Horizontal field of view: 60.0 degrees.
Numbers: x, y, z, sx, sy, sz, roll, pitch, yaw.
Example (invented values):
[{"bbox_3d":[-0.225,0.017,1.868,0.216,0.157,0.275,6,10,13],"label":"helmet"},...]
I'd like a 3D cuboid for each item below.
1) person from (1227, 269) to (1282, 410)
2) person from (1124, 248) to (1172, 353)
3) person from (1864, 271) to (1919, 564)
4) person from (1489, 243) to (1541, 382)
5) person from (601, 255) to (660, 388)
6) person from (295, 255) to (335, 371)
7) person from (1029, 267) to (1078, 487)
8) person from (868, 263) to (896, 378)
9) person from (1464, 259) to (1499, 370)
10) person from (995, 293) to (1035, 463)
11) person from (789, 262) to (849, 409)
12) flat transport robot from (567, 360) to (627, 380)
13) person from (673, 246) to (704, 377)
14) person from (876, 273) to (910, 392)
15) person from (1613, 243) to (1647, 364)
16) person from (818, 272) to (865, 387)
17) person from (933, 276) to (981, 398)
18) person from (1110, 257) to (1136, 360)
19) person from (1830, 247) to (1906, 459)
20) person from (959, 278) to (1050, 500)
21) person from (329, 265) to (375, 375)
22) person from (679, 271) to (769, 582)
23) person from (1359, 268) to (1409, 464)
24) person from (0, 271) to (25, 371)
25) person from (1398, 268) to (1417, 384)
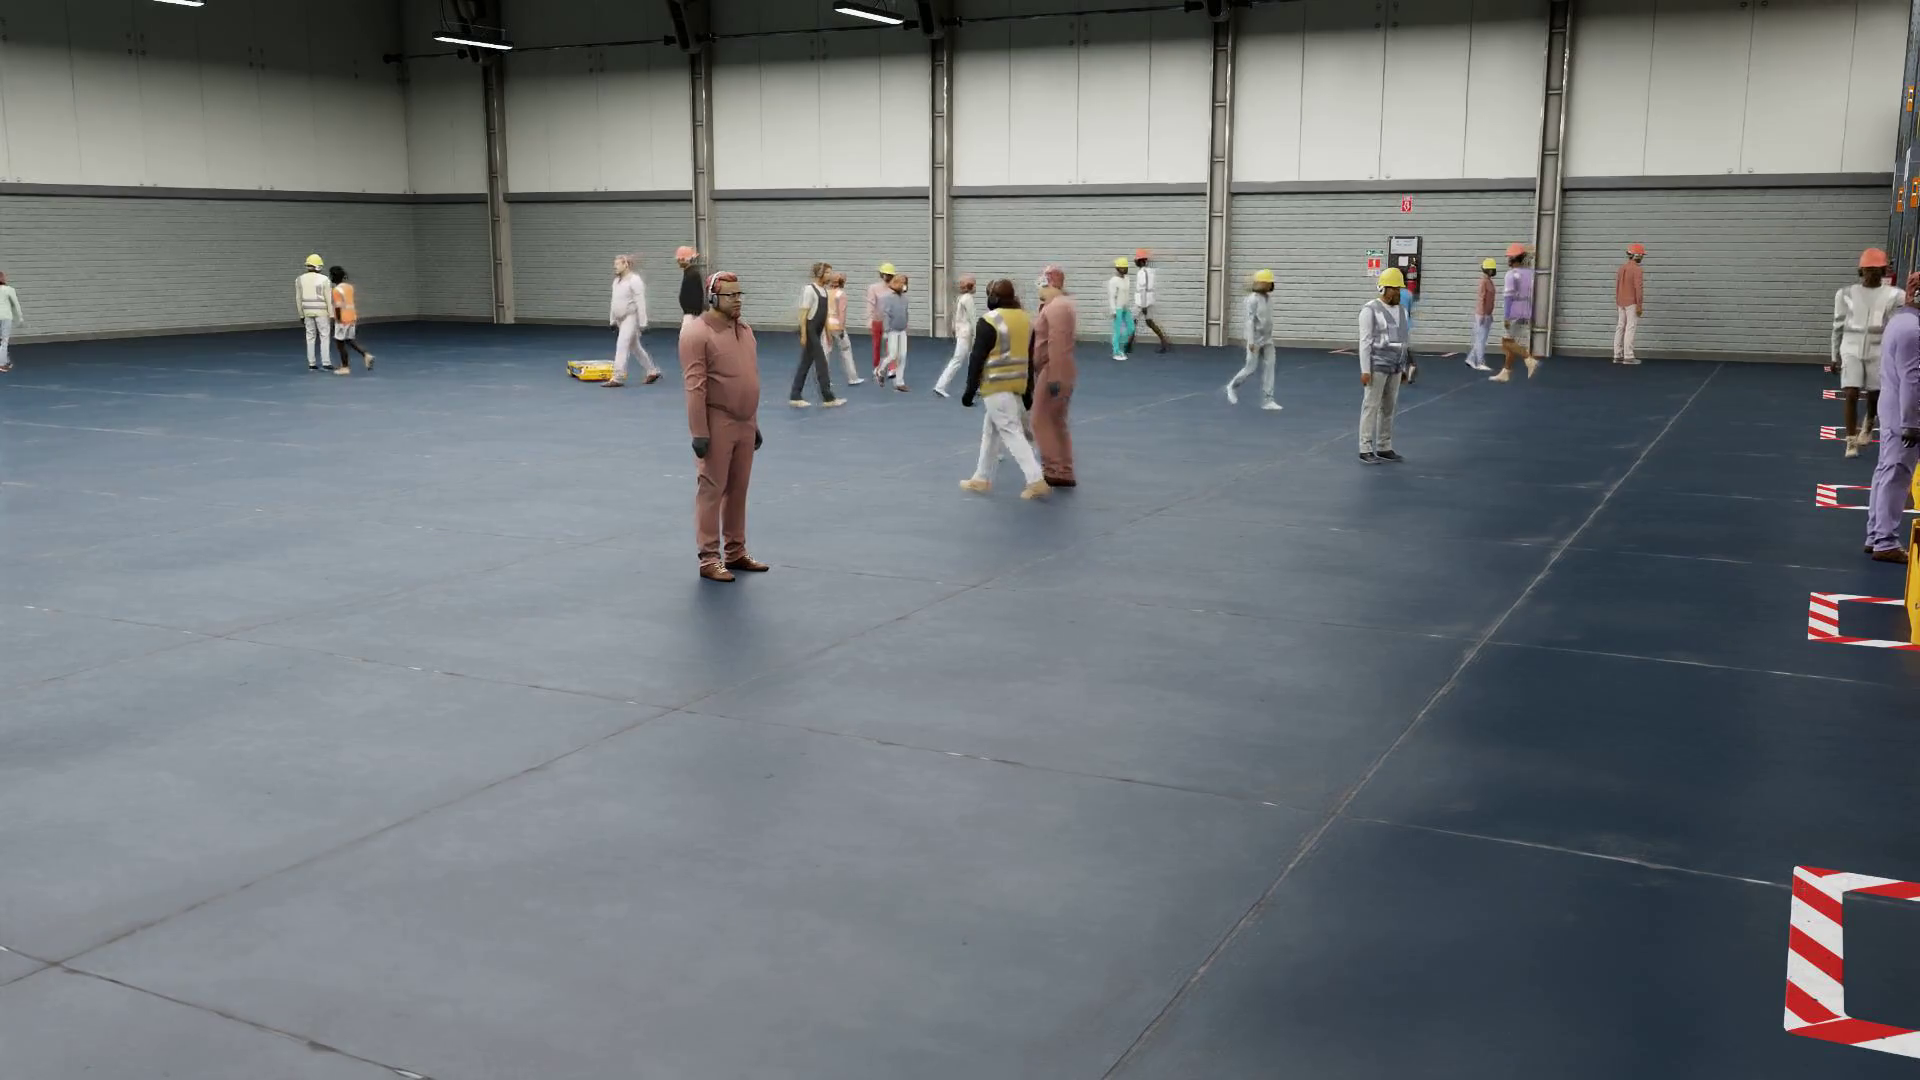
[{"bbox_3d":[3.663,-2.481,20.504,0.490,1.720,0.716,-8,13,-38],"label":"person"},{"bbox_3d":[3.359,-4.306,30.019,0.961,1.900,0.545,5,11,25],"label":"person"},{"bbox_3d":[6.221,-0.804,10.885,0.400,1.907,0.645,4,11,23],"label":"person"},{"bbox_3d":[8.056,-3.261,23.976,0.611,2.024,0.757,-10,14,-43],"label":"person"},{"bbox_3d":[-4.680,-3.108,23.590,0.980,1.862,0.658,-8,13,-38],"label":"person"},{"bbox_3d":[-10.117,-3.555,26.134,0.619,1.827,0.447,2,11,11],"label":"person"},{"bbox_3d":[0.788,-1.363,14.081,0.461,1.867,0.728,2,11,13],"label":"person"},{"bbox_3d":[-1.134,-3.290,24.980,0.528,1.711,0.958,-2,11,-12],"label":"person"},{"bbox_3d":[8.301,-3.582,26.460,0.559,1.761,0.530,7,12,33],"label":"person"},{"bbox_3d":[0.499,-1.557,15.793,0.518,1.612,0.732,4,11,20],"label":"person"},{"bbox_3d":[-1.742,-2.515,20.507,0.849,1.794,0.542,2,11,12],"label":"person"},{"bbox_3d":[-5.456,-2.560,24.920,0.652,0.197,1.431,-4,11,-21],"label":"flat transport robot"},{"bbox_3d":[-4.035,-3.412,24.932,0.476,1.976,0.613,-2,11,-11],"label":"person"},{"bbox_3d":[-0.897,-2.833,22.724,0.461,1.615,0.511,9,14,41],"label":"person"},{"bbox_3d":[11.144,-3.919,27.632,0.394,1.990,0.618,-2,11,-12],"label":"person"},{"bbox_3d":[-1.695,-2.974,23.531,0.767,1.603,0.531,-9,14,-40],"label":"person"},{"bbox_3d":[0.045,-2.670,21.902,0.854,1.596,0.520,-1,10,-4],"label":"person"},{"bbox_3d":[2.762,-3.930,28.331,0.379,1.750,0.559,9,14,41],"label":"person"},{"bbox_3d":[8.750,-1.812,16.067,0.612,2.025,0.709,6,12,28],"label":"person"},{"bbox_3d":[0.384,-1.233,13.551,0.974,1.795,0.609,8,13,36],"label":"person"},{"bbox_3d":[-9.317,-3.344,25.343,0.527,1.678,0.545,2,11,9],"label":"person"},{"bbox_3d":[-1.445,-0.707,10.358,0.409,1.907,0.651,6,12,28],"label":"person"},{"bbox_3d":[3.986,-1.628,15.589,0.600,1.827,0.404,-7,13,-35],"label":"person"},{"bbox_3d":[-15.139,-3.469,26.299,0.513,1.587,0.872,-1,10,-5],"label":"person"},{"bbox_3d":[6.180,-3.005,23.483,0.531,1.674,0.731,-3,11,-16],"label":"person"}]
